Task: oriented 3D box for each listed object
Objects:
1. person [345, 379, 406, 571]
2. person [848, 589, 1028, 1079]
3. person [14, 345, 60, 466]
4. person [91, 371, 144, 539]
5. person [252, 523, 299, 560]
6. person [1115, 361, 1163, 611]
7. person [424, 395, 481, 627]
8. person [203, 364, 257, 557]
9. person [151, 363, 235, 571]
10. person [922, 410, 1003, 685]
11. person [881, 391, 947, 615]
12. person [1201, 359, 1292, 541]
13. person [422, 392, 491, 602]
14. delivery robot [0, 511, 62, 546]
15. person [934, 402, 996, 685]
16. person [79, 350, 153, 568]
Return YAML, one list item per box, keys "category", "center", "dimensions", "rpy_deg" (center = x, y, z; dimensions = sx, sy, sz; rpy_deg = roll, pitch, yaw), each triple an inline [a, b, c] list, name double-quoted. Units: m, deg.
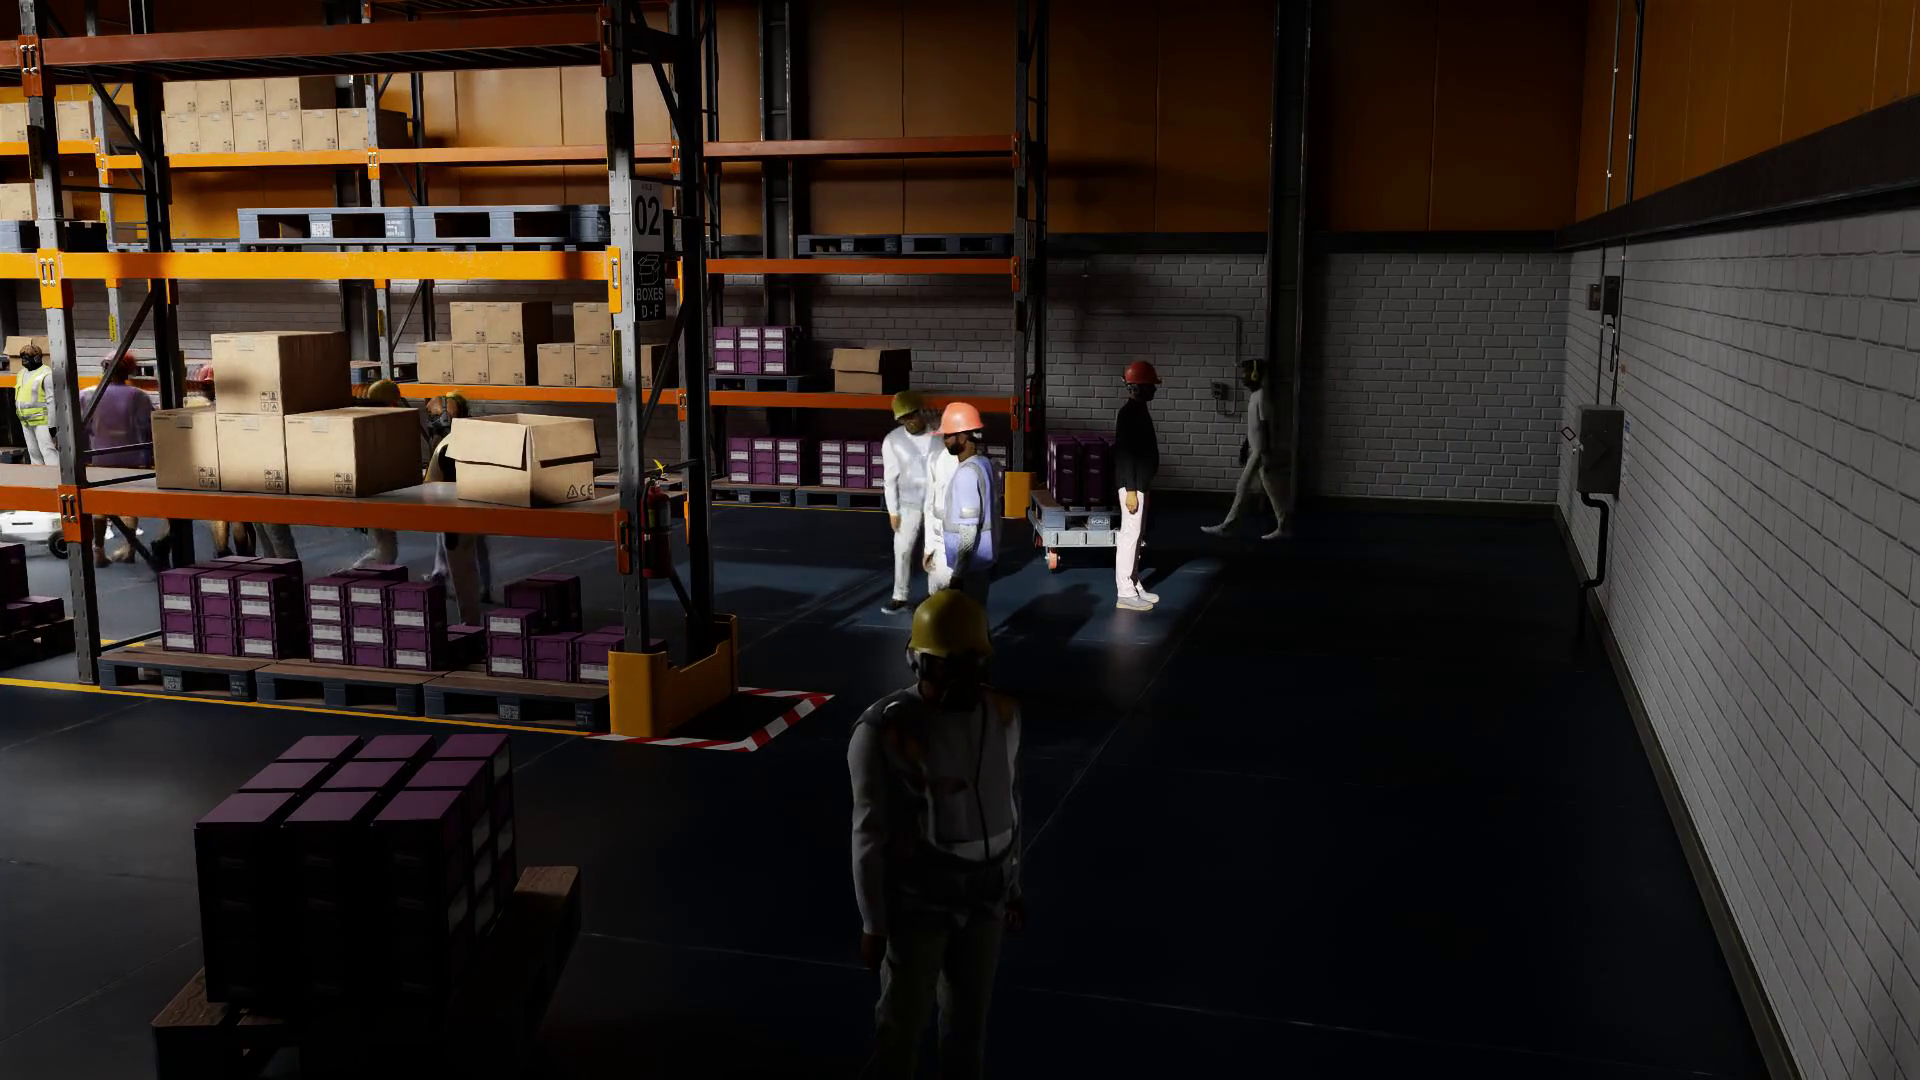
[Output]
- category: "person"
  center: [-4.551, -0.289, 12.800]
  dimensions: [0.718, 1.895, 0.606]
  rpy_deg: [1, 9, 6]
- category: "person"
  center: [-0.038, 1.039, 4.861]
  dimensions: [0.593, 1.832, 0.403]
  rpy_deg: [-7, 11, -35]
- category: "person"
  center: [-10.921, -1.392, 19.699]
  dimensions: [0.625, 1.837, 0.428]
  rpy_deg: [5, 11, 29]
- category: "person"
  center: [-8.570, -0.894, 16.920]
  dimensions: [0.319, 1.743, 0.488]
  rpy_deg: [7, 12, 36]
- category: "person"
  center: [-5.509, -0.384, 13.231]
  dimensions: [0.627, 1.934, 0.370]
  rpy_deg: [9, 13, 44]
- category: "person"
  center: [1.430, -0.442, 13.398]
  dimensions: [0.381, 1.994, 0.621]
  rpy_deg: [3, 10, 17]
- category: "person"
  center: [-3.640, -0.125, 11.976]
  dimensions: [0.430, 1.835, 0.621]
  rpy_deg: [-2, 10, -15]
- category: "person"
  center: [-6.385, -0.604, 14.558]
  dimensions: [0.356, 1.939, 0.543]
  rpy_deg: [-1, 9, -5]
- category: "person"
  center: [-6.802, -0.631, 14.873]
  dimensions: [0.585, 1.897, 0.815]
  rpy_deg: [6, 11, 32]
- category: "person"
  center: [0.014, 0.059, 10.709]
  dimensions: [0.582, 1.879, 0.352]
  rpy_deg: [7, 11, 35]
- category: "person"
  center: [-0.284, -0.282, 13.077]
  dimensions: [0.650, 1.787, 0.406]
  rpy_deg: [-3, 10, -18]
- category: "person"
  center: [2.903, -0.889, 16.648]
  dimensions: [0.960, 1.818, 0.539]
  rpy_deg: [1, 9, 6]
- category: "person"
  center: [-4.148, -0.361, 13.737]
  dimensions: [0.551, 1.713, 0.912]
  rpy_deg: [-9, 13, -44]
- category: "delivery robot"
  center: [-8.692, -0.154, 15.736]
  dimensions: [0.707, 0.478, 0.477]
  rpy_deg: [-2, 10, -15]
- category: "person"
  center: [0.028, 0.127, 10.111]
  dimensions: [0.369, 1.936, 0.543]
  rpy_deg: [2, 9, 11]
- category: "person"
  center: [-7.771, -0.753, 15.328]
  dimensions: [0.618, 2.001, 0.455]
  rpy_deg: [-5, 11, -28]
